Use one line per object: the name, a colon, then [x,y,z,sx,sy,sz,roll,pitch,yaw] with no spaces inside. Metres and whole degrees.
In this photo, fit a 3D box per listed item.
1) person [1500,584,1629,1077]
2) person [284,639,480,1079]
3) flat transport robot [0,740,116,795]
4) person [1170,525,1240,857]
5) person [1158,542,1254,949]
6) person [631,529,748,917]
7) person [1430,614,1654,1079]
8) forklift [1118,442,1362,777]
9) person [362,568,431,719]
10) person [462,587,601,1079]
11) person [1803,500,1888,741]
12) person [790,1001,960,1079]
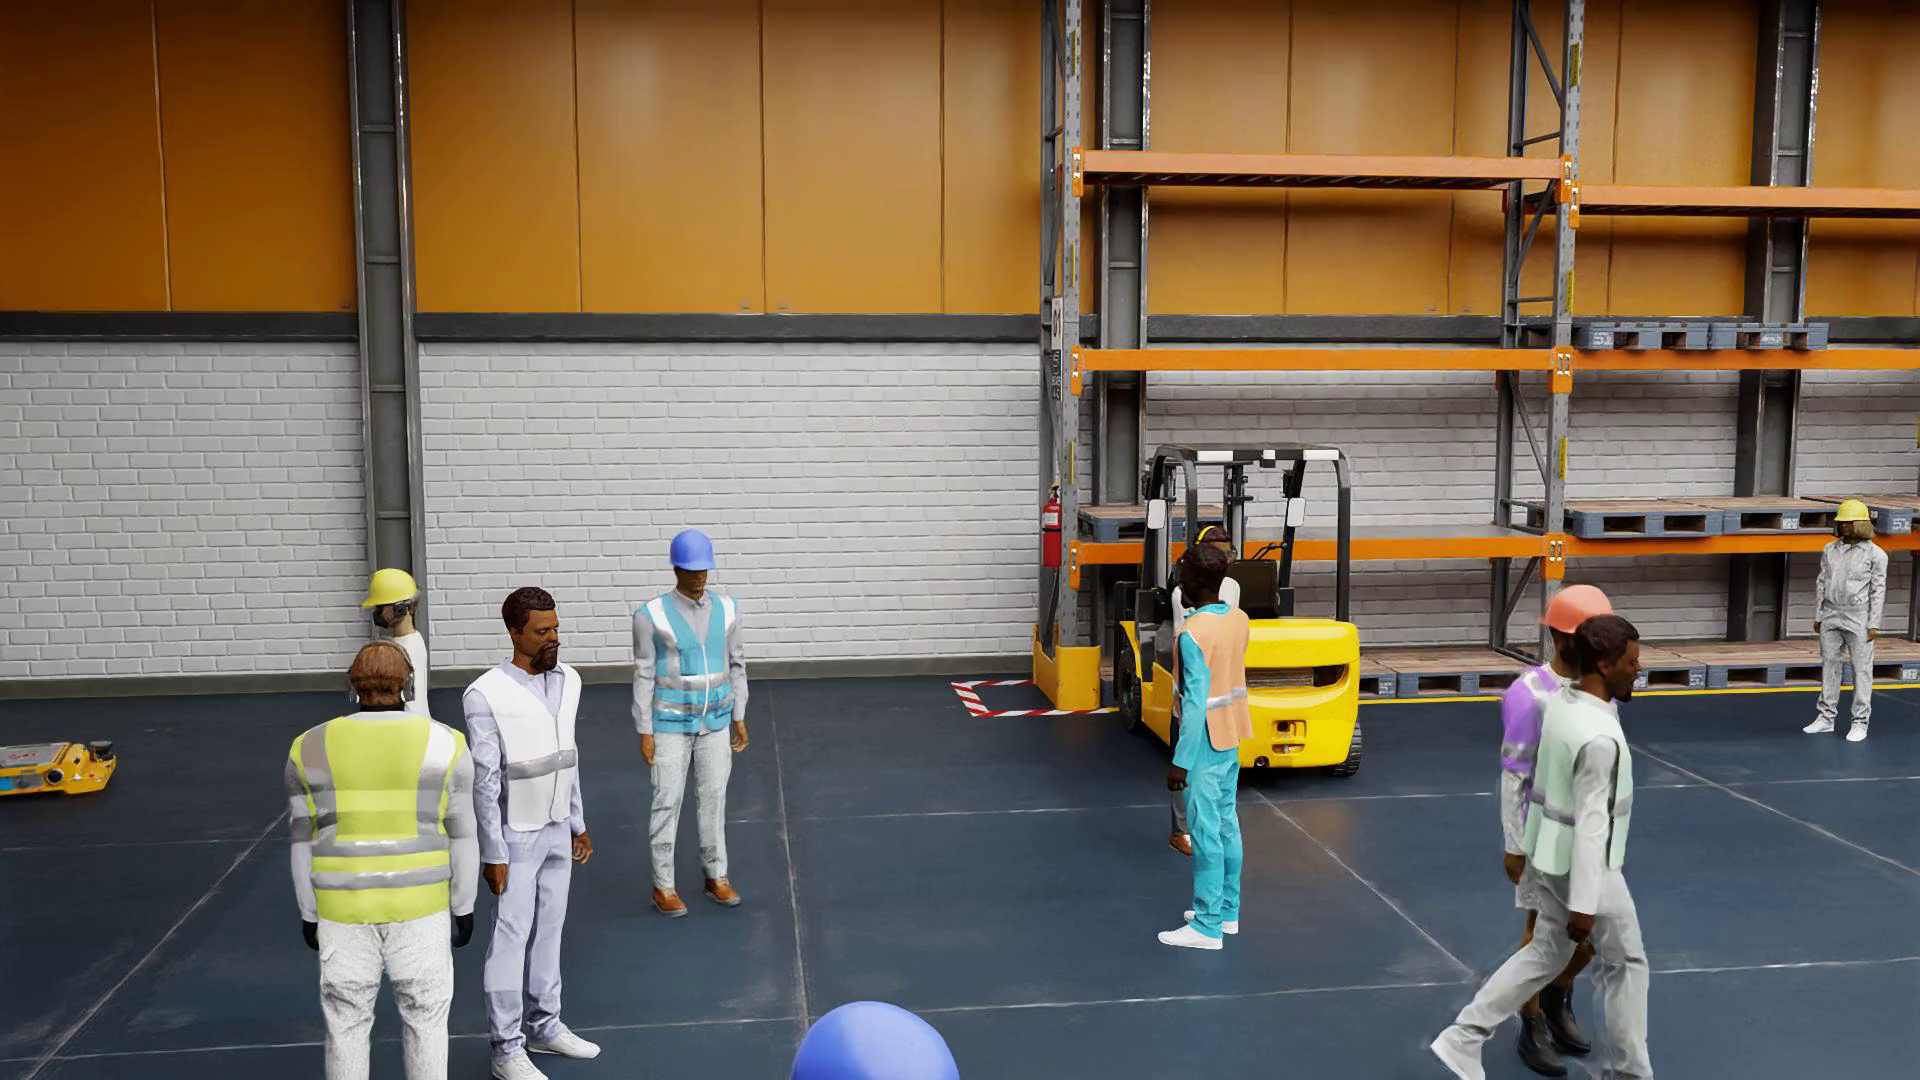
person: [2.369,1.120,6.510,0.594,1.922,0.414,-3,7,-26]
person: [-1.976,1.258,5.748,0.619,1.835,0.434,-2,7,-13]
flat transport robot: [-6.188,1.480,10.537,1.431,0.197,0.652,-3,7,-21]
person: [1.387,0.837,9.303,0.501,1.861,0.328,-5,8,-39]
person: [1.177,0.968,7.869,0.390,1.920,0.588,4,8,31]
person: [-1.343,0.907,8.343,0.615,1.940,0.416,-5,8,-37]
person: [2.243,1.199,6.114,0.916,1.865,0.609,1,7,5]
forklift: [1.912,0.418,11.496,1.214,2.155,2.313,-1,7,-8]
person: [-2.737,1.012,8.163,0.318,1.767,0.523,-3,7,-23]
person: [-1.667,1.129,6.464,0.391,1.920,0.593,3,7,23]
person: [6.431,0.577,12.063,0.294,1.744,0.486,-4,8,-33]
person: [-0.075,1.593,2.331,0.415,1.939,0.605,5,8,37]
